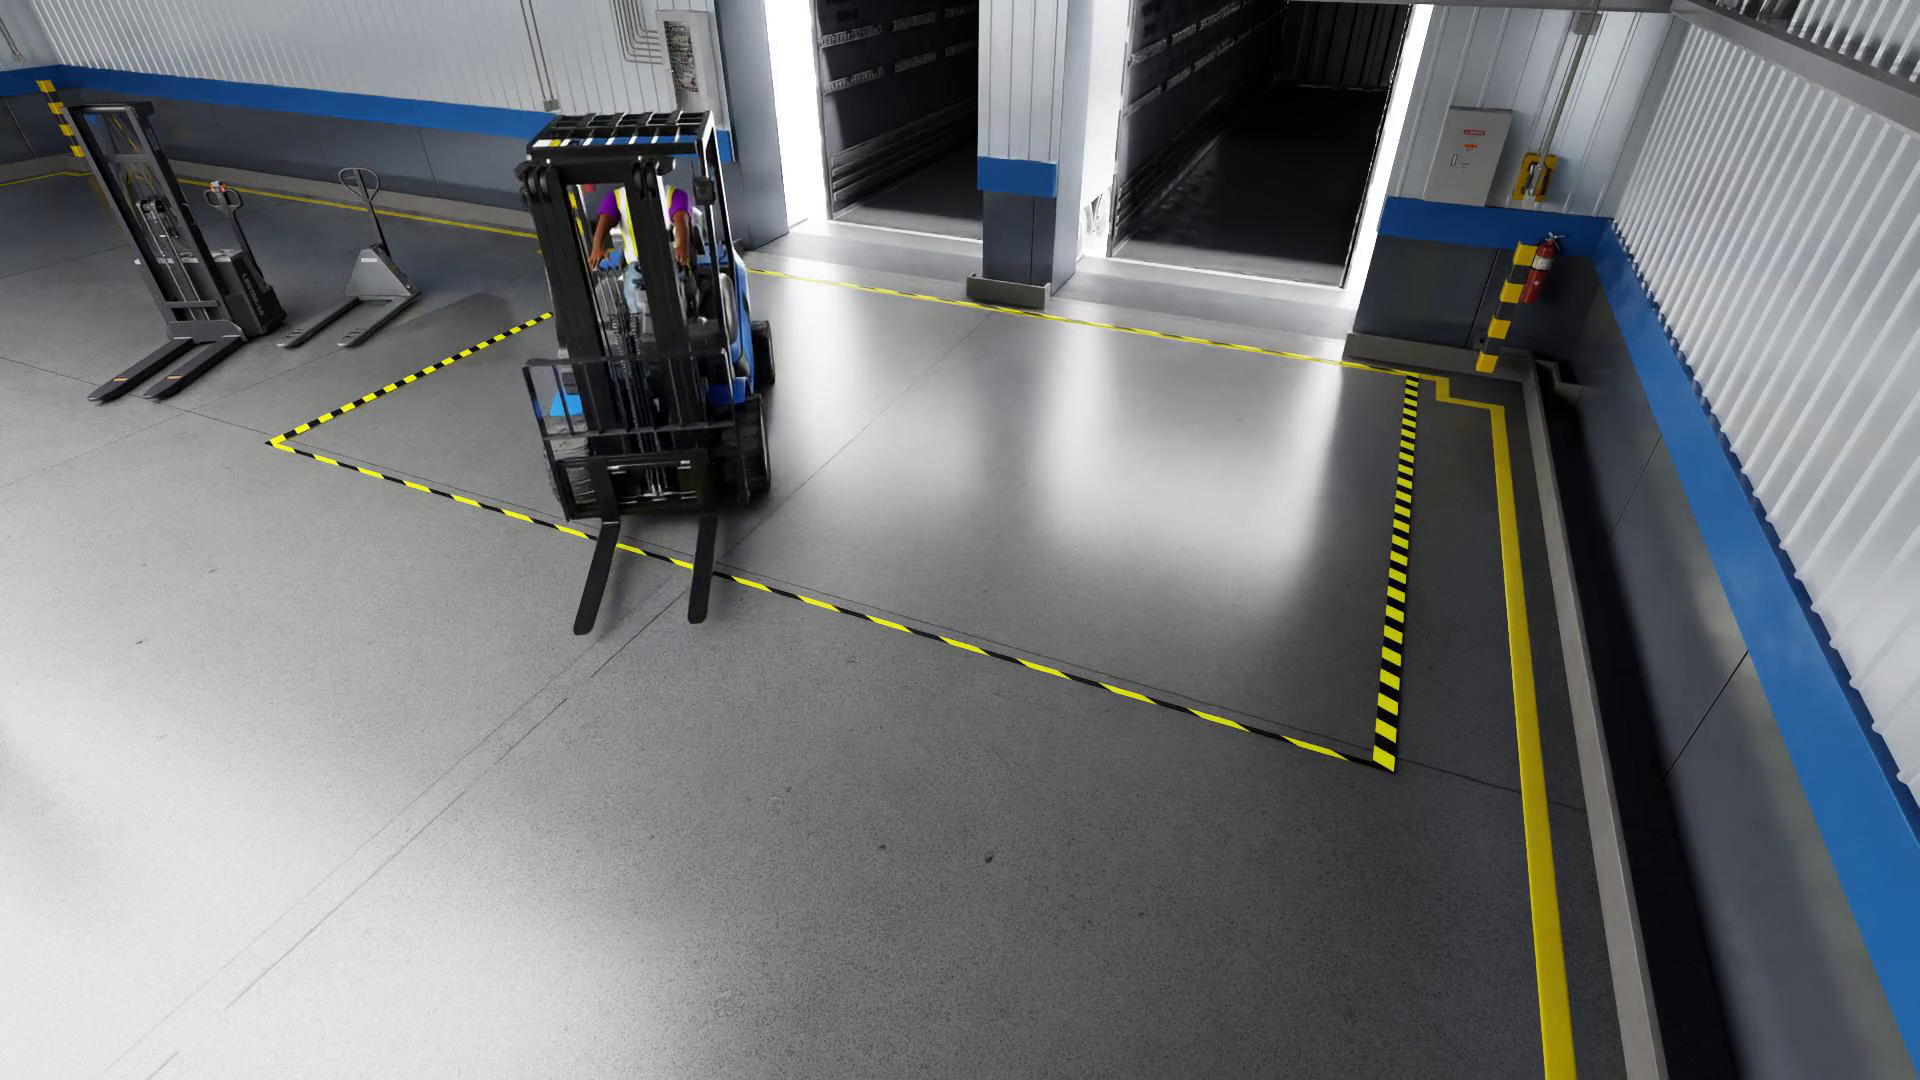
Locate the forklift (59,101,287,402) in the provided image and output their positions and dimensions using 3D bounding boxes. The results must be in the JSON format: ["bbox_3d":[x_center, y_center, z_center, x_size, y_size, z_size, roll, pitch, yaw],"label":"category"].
[{"bbox_3d":[-6.686,-2.387,7.434,0.823,1.965,1.885,-3,35,-5],"label":"forklift"}]

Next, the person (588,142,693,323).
[{"bbox_3d":[-2.069,-1.839,6.014,0.630,1.293,1.004,-5,35,-7],"label":"person"}]

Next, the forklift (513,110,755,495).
[{"bbox_3d":[-2.069,-1.721,6.171,1.157,2.036,2.680,-5,35,-7],"label":"forklift"}]

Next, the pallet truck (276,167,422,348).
[{"bbox_3d":[-5.732,-2.611,8.414,0.680,1.201,1.601,-1,35,-1],"label":"pallet truck"}]
